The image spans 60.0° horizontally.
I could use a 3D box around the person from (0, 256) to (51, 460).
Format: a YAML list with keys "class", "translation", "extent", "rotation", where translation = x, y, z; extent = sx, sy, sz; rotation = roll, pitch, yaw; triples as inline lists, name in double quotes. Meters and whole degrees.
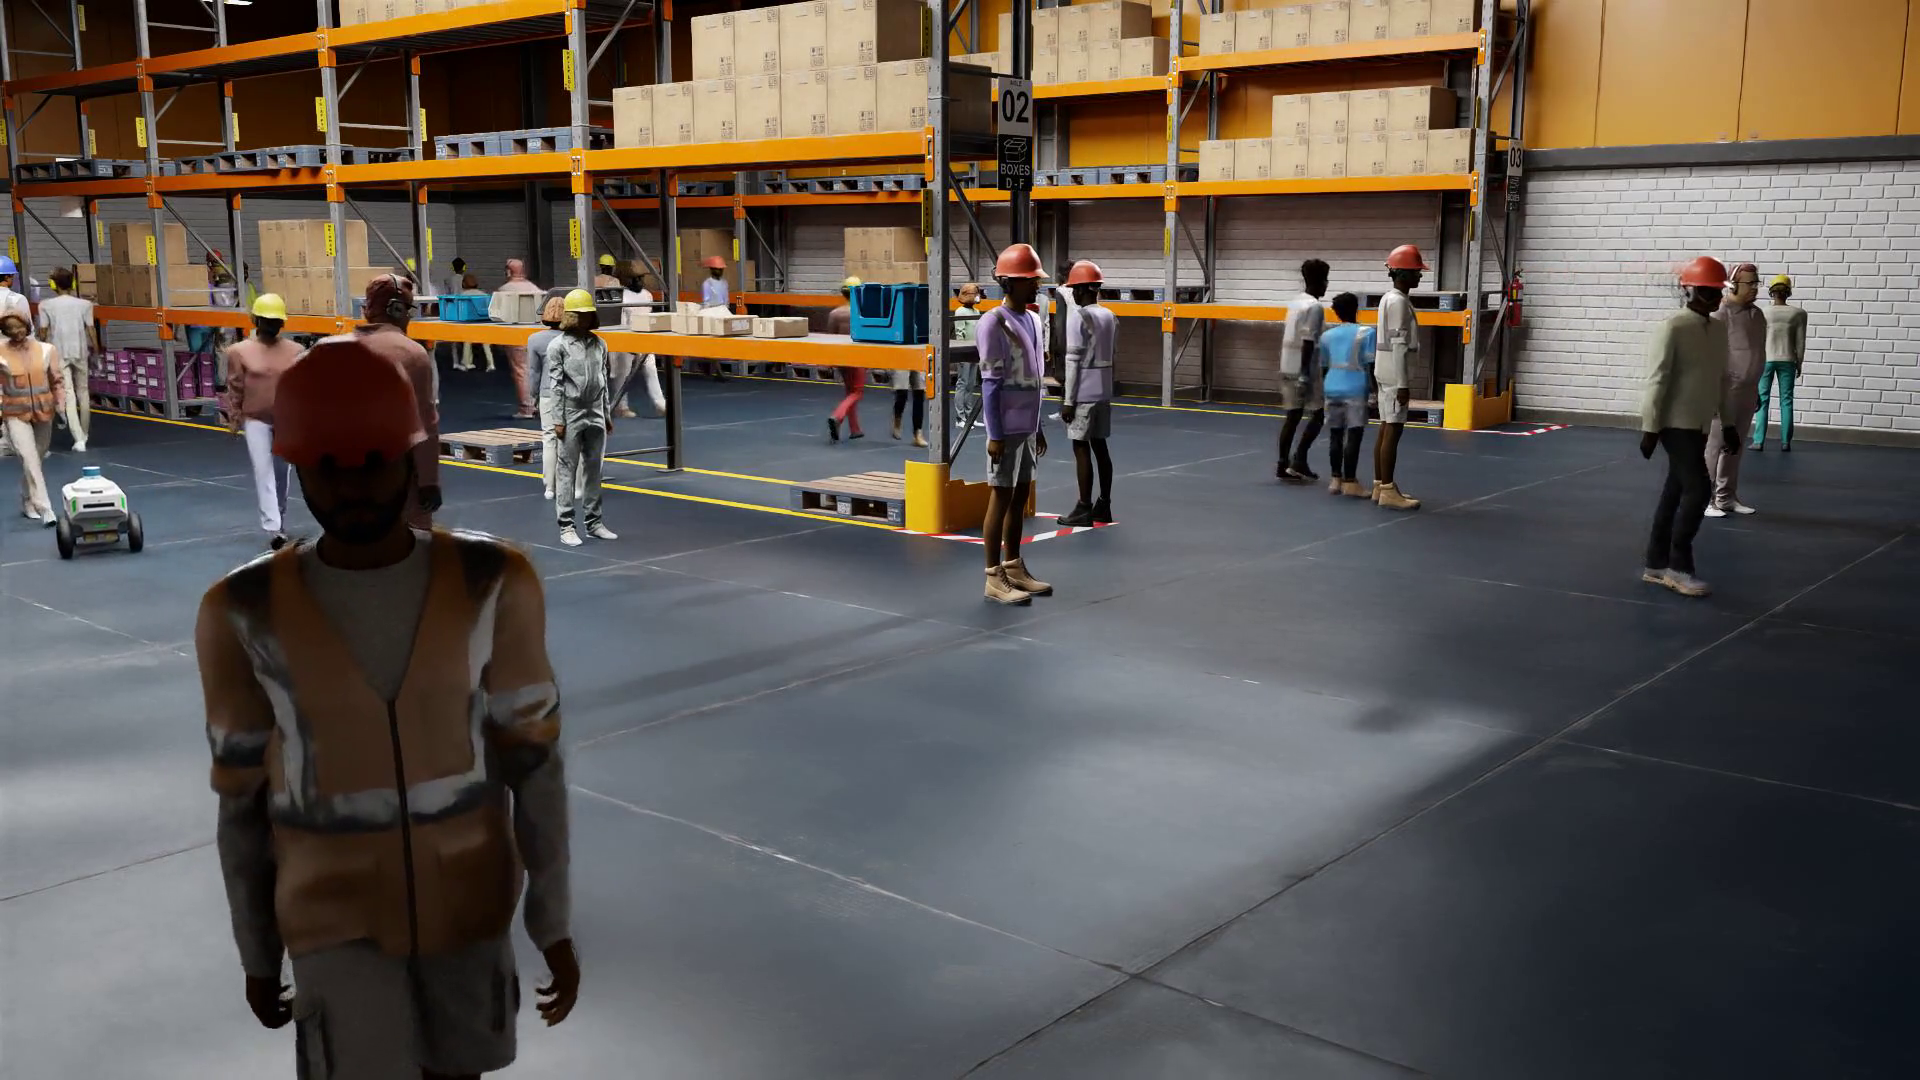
- class: "person"
  translation: [-9.087, -1.730, 15.893]
  extent: [0.601, 1.948, 0.386]
  rotation: [2, 10, 9]

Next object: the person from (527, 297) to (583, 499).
- class: "person"
  translation: [-3.220, -1.139, 13.427]
  extent: [0.502, 1.633, 0.280]
  rotation: [-1, 10, -5]

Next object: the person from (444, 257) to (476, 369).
- class: "person"
  translation: [-8.392, -3.806, 27.956]
  extent: [0.514, 1.864, 0.333]
  rotation: [0, 10, -2]

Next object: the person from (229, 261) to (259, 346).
- class: "person"
  translation: [-10.248, -3.061, 23.778]
  extent: [0.430, 1.845, 0.624]
  rotation: [3, 10, 18]

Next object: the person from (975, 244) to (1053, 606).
- class: "person"
  translation: [0.332, -0.657, 9.517]
  extent: [0.377, 2.044, 0.608]
  rotation: [5, 11, 27]

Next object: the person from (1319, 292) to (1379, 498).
- class: "person"
  translation: [3.156, -1.182, 13.587]
  extent: [0.381, 1.669, 0.596]
  rotation: [-9, 13, -41]

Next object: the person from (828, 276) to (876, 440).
- class: "person"
  translation: [-1.183, -1.896, 17.442]
  extent: [0.508, 1.735, 0.774]
  rotation: [6, 12, 32]

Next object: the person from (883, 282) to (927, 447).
- class: "person"
  translation: [-0.512, -1.779, 16.911]
  extent: [0.592, 1.679, 0.416]
  rotation: [-4, 11, -22]

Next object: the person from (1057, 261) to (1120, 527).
- class: "person"
  translation: [0.920, -1.063, 12.155]
  extent: [0.382, 1.932, 0.541]
  rotation: [8, 13, 38]

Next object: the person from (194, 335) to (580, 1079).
- class: "person"
  translation: [-0.955, 0.598, 2.811]
  extent: [0.545, 1.898, 0.958]
  rotation: [-5, 11, -25]

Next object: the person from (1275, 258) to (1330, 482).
- class: "person"
  translation: [2.970, -1.458, 14.397]
  extent: [0.505, 1.930, 0.625]
  rotation: [-2, 10, -11]

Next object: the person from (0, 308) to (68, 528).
- class: "person"
  translation: [-6.819, -0.896, 12.165]
  extent: [0.879, 1.583, 0.504]
  rotation: [9, 14, 43]

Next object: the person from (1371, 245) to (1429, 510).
- class: "person"
  translation: [3.425, -1.263, 12.967]
  extent: [0.375, 2.044, 0.604]
  rotation: [1, 10, 5]

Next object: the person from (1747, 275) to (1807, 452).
- class: "person"
  translation: [8.131, -1.758, 16.600]
  extent: [0.527, 1.757, 0.340]
  rotation: [2, 10, 12]

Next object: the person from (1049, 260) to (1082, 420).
- class: "person"
  translation: [1.354, -2.318, 19.439]
  extent: [0.635, 1.877, 0.649]
  rotation: [7, 12, 33]

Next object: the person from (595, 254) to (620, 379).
- class: "person"
  translation: [-5.476, -3.460, 25.804]
  extent: [0.594, 1.924, 0.382]
  rotation: [4, 11, 23]

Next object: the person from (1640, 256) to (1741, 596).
- class: "person"
  translation: [4.354, -0.665, 9.770]
  extent: [0.617, 1.970, 0.696]
  rotation: [-8, 13, -38]

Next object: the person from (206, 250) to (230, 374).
- class: "person"
  translation: [-11.532, -3.509, 25.888]
  extent: [0.391, 1.995, 0.613]
  rotation: [7, 12, 35]

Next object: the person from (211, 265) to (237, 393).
- class: "person"
  translation: [-10.243, -2.936, 23.235]
  extent: [0.721, 1.787, 0.615]
  rotation: [4, 11, 21]

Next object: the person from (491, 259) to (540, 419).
- class: "person"
  translation: [-5.249, -2.371, 19.707]
  extent: [0.525, 1.888, 0.659]
  rotation: [6, 11, 29]

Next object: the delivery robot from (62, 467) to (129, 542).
- class: "delivery robot"
  translation: [-5.803, -0.247, 11.151]
  extent: [0.477, 0.478, 0.707]
  rotation: [-6, 12, -31]

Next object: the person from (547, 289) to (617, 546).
- class: "person"
  translation: [-2.581, -0.839, 11.405]
  extent: [0.295, 1.743, 0.493]
  rotation: [8, 13, 37]

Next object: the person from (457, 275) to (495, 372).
- class: "person"
  translation: [-7.943, -3.541, 27.242]
  extent: [0.842, 1.593, 0.510]
  rotation: [10, 14, 43]

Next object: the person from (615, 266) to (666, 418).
- class: "person"
  translation: [-3.787, -2.314, 19.642]
  extent: [0.918, 1.800, 0.623]
  rotation: [9, 14, 43]

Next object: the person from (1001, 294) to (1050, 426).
- class: "person"
  translation: [0.757, -2.201, 18.896]
  extent: [0.587, 1.836, 0.404]
  rotation: [-3, 11, -19]

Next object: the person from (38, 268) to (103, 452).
- class: "person"
  translation: [-8.993, -1.821, 16.788]
  extent: [0.513, 1.814, 0.980]
  rotation: [-7, 12, -36]

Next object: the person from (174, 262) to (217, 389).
- class: "person"
  translation: [-10.539, -2.911, 22.962]
  extent: [0.519, 1.825, 0.581]
  rotation: [7, 12, 35]

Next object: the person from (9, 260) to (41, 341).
- class: "person"
  translation: [-13.348, -3.070, 23.702]
  extent: [0.623, 1.884, 0.858]
  rotation: [-2, 10, -13]

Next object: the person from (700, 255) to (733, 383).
- class: "person"
  translation: [-3.685, -3.319, 25.029]
  extent: [0.557, 1.919, 0.556]
  rotation: [5, 11, 28]

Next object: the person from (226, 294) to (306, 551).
- class: "person"
  translation: [-4.633, -0.796, 11.238]
  extent: [0.529, 1.708, 0.935]
  rotation: [-7, 12, -34]

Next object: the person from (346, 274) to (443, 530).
- class: "person"
  translation: [-2.720, -0.321, 8.018]
  extent: [0.642, 1.900, 0.399]
  rotation: [6, 12, 31]

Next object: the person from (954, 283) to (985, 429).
- class: "person"
  translation: [0.106, -2.068, 18.707]
  extent: [0.281, 1.636, 0.497]
  rotation: [5, 11, 25]

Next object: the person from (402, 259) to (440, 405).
- class: "person"
  translation: [-7.062, -2.691, 21.567]
  extent: [0.597, 1.878, 0.980]
  rotation: [-9, 13, -42]

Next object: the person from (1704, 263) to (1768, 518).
- class: "person"
  translation: [5.852, -1.125, 12.567]
  extent: [0.651, 1.906, 0.403]
  rotation: [-6, 12, -30]
